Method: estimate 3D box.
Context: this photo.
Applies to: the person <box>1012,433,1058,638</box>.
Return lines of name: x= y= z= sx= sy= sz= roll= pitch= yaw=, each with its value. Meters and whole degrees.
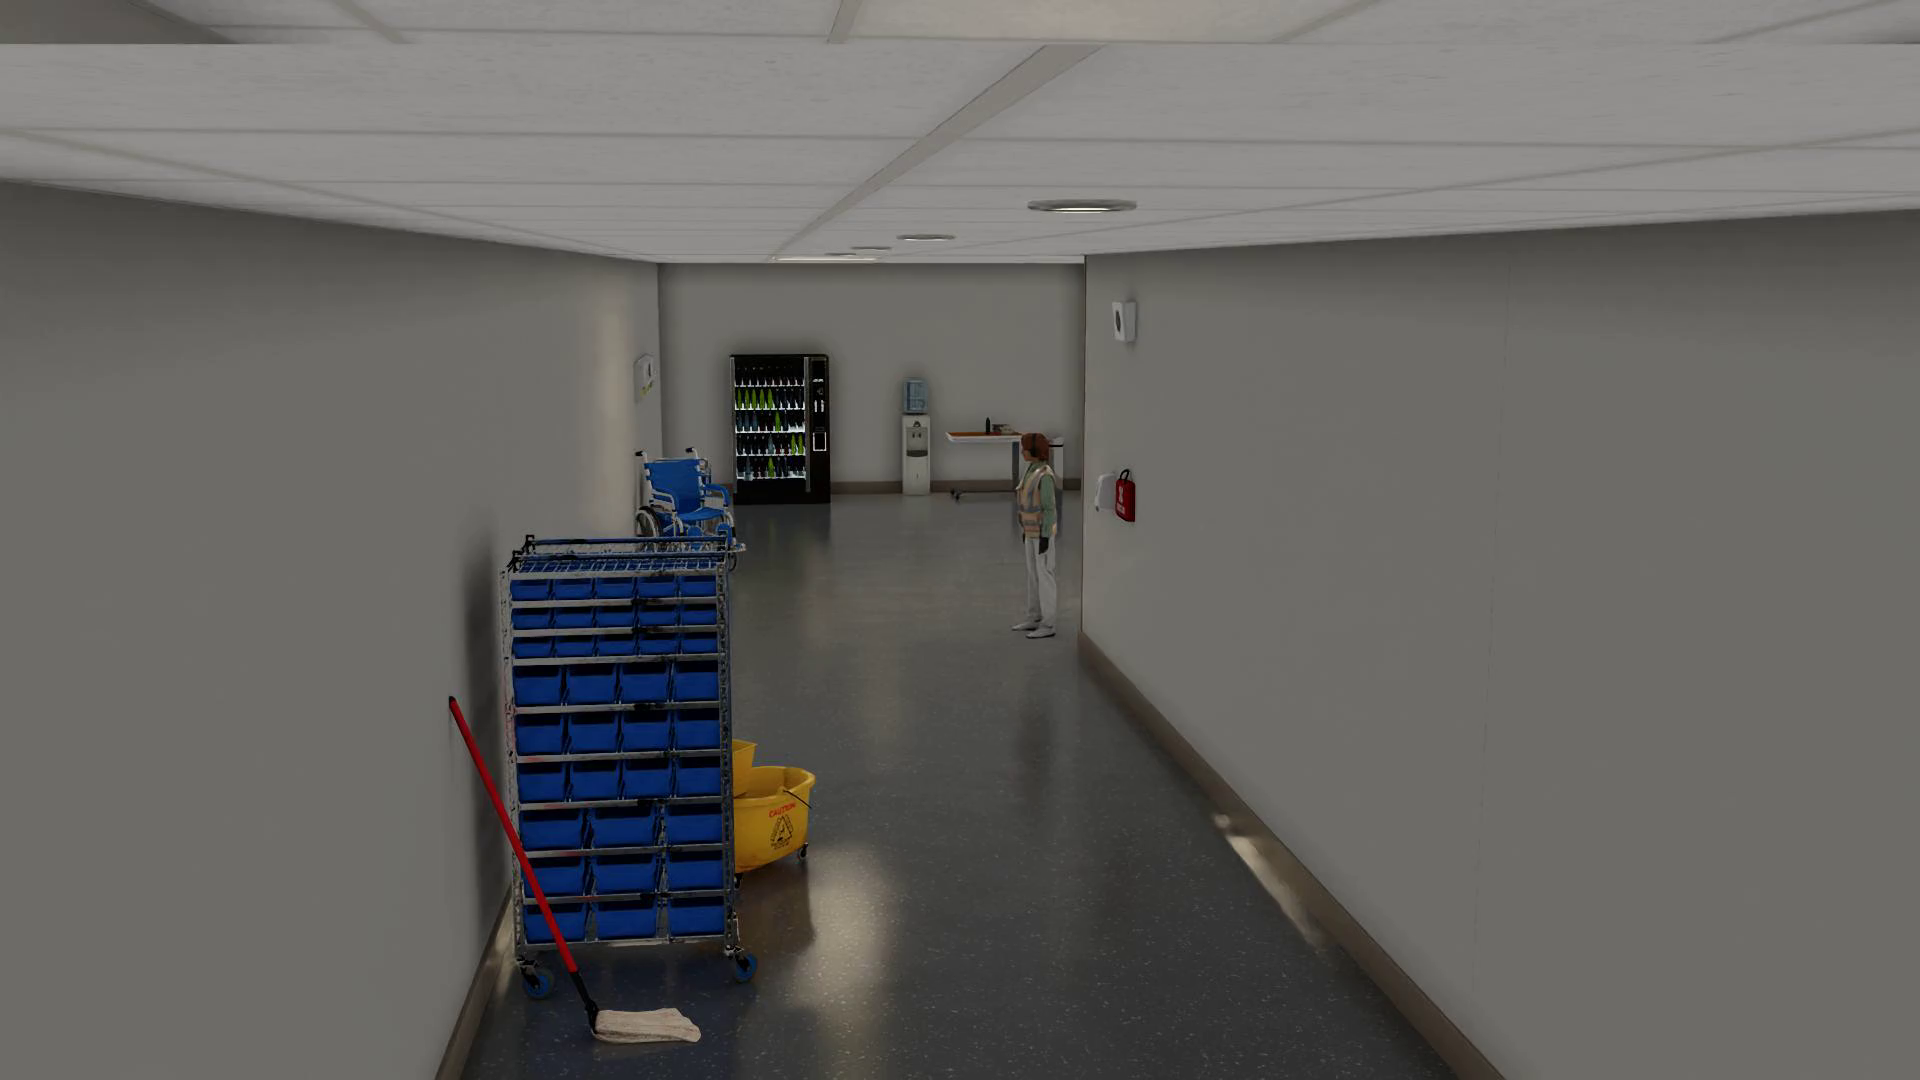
person: x=0.617 y=-0.040 z=13.228 sx=0.315 sy=1.636 sz=0.514 roll=-3 pitch=9 yaw=-16
